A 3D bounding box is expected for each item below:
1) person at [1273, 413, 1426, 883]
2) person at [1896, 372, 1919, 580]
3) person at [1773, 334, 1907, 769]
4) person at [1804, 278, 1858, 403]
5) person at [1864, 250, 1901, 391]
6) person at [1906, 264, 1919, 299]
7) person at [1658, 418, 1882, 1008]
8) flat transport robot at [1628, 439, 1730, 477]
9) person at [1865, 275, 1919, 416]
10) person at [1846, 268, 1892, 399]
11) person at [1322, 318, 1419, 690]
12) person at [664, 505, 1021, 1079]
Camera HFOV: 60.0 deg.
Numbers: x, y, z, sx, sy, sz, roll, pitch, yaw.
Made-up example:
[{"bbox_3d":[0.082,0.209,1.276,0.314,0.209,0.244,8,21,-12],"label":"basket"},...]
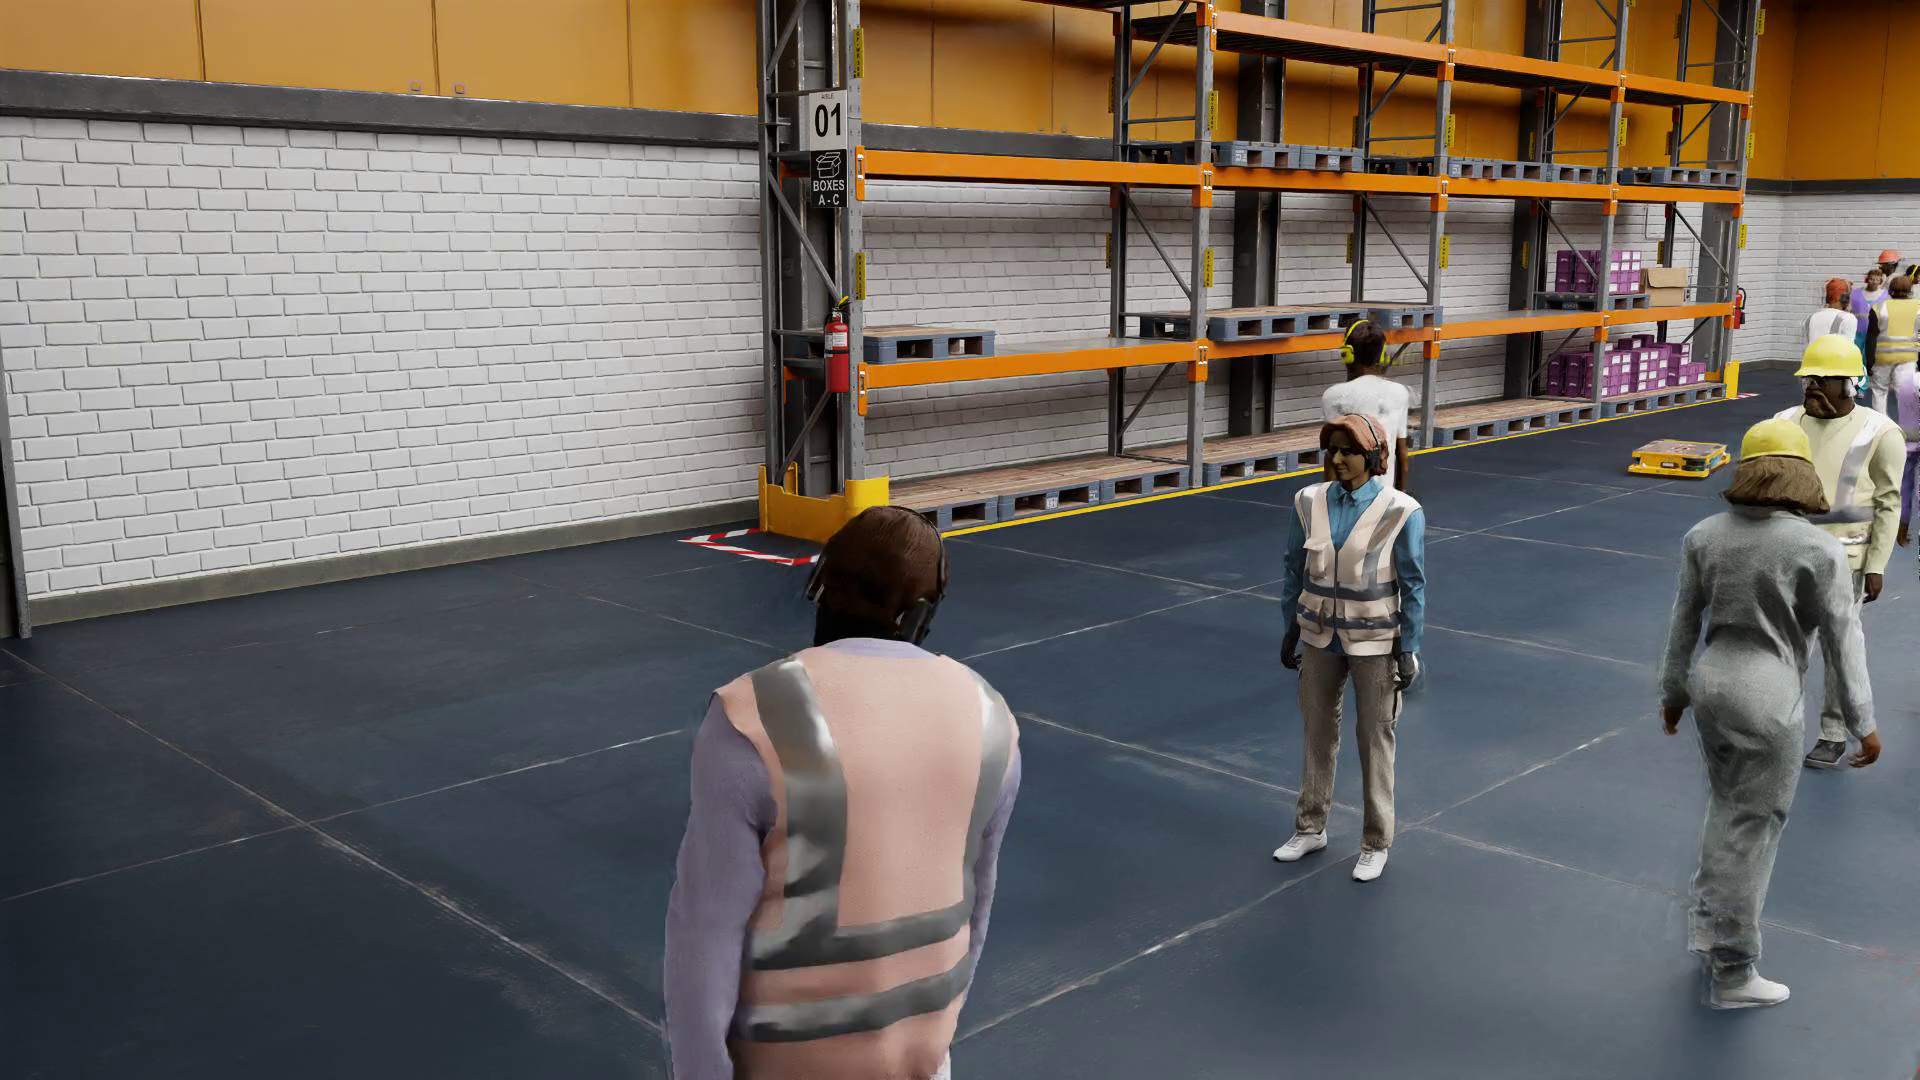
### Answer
[{"bbox_3d":[1.361,0.371,5.820,0.523,1.638,0.310,9,13,39],"label":"person"},{"bbox_3d":[4.736,-0.171,7.833,0.629,1.993,1.044,4,11,23],"label":"person"},{"bbox_3d":[3.632,0.048,7.050,0.403,1.832,0.593,-7,12,-32],"label":"person"},{"bbox_3d":[7.677,-1.368,14.669,0.473,1.865,0.602,-3,11,-15],"label":"person"},{"bbox_3d":[13.270,-3.156,24.009,0.705,2.023,0.620,7,12,34],"label":"person"},{"bbox_3d":[13.774,-3.138,24.476,0.799,1.820,0.586,-3,11,-16],"label":"person"},{"bbox_3d":[2.349,0.510,4.886,0.480,1.700,0.595,-5,12,-26],"label":"person"},{"bbox_3d":[6.880,-0.789,15.875,0.652,0.197,1.431,7,12,33],"label":"flat transport robot"},{"bbox_3d":[10.185,-1.962,18.077,0.637,1.820,0.853,3,11,17],"label":"person"},{"bbox_3d":[12.573,-2.874,23.085,0.605,1.805,0.871,6,12,30],"label":"person"},{"bbox_3d":[2.050,-0.187,8.333,0.539,1.838,0.924,-3,11,-16],"label":"person"},{"bbox_3d":[-0.229,0.853,2.766,0.726,1.807,0.433,-9,14,-41],"label":"person"}]
